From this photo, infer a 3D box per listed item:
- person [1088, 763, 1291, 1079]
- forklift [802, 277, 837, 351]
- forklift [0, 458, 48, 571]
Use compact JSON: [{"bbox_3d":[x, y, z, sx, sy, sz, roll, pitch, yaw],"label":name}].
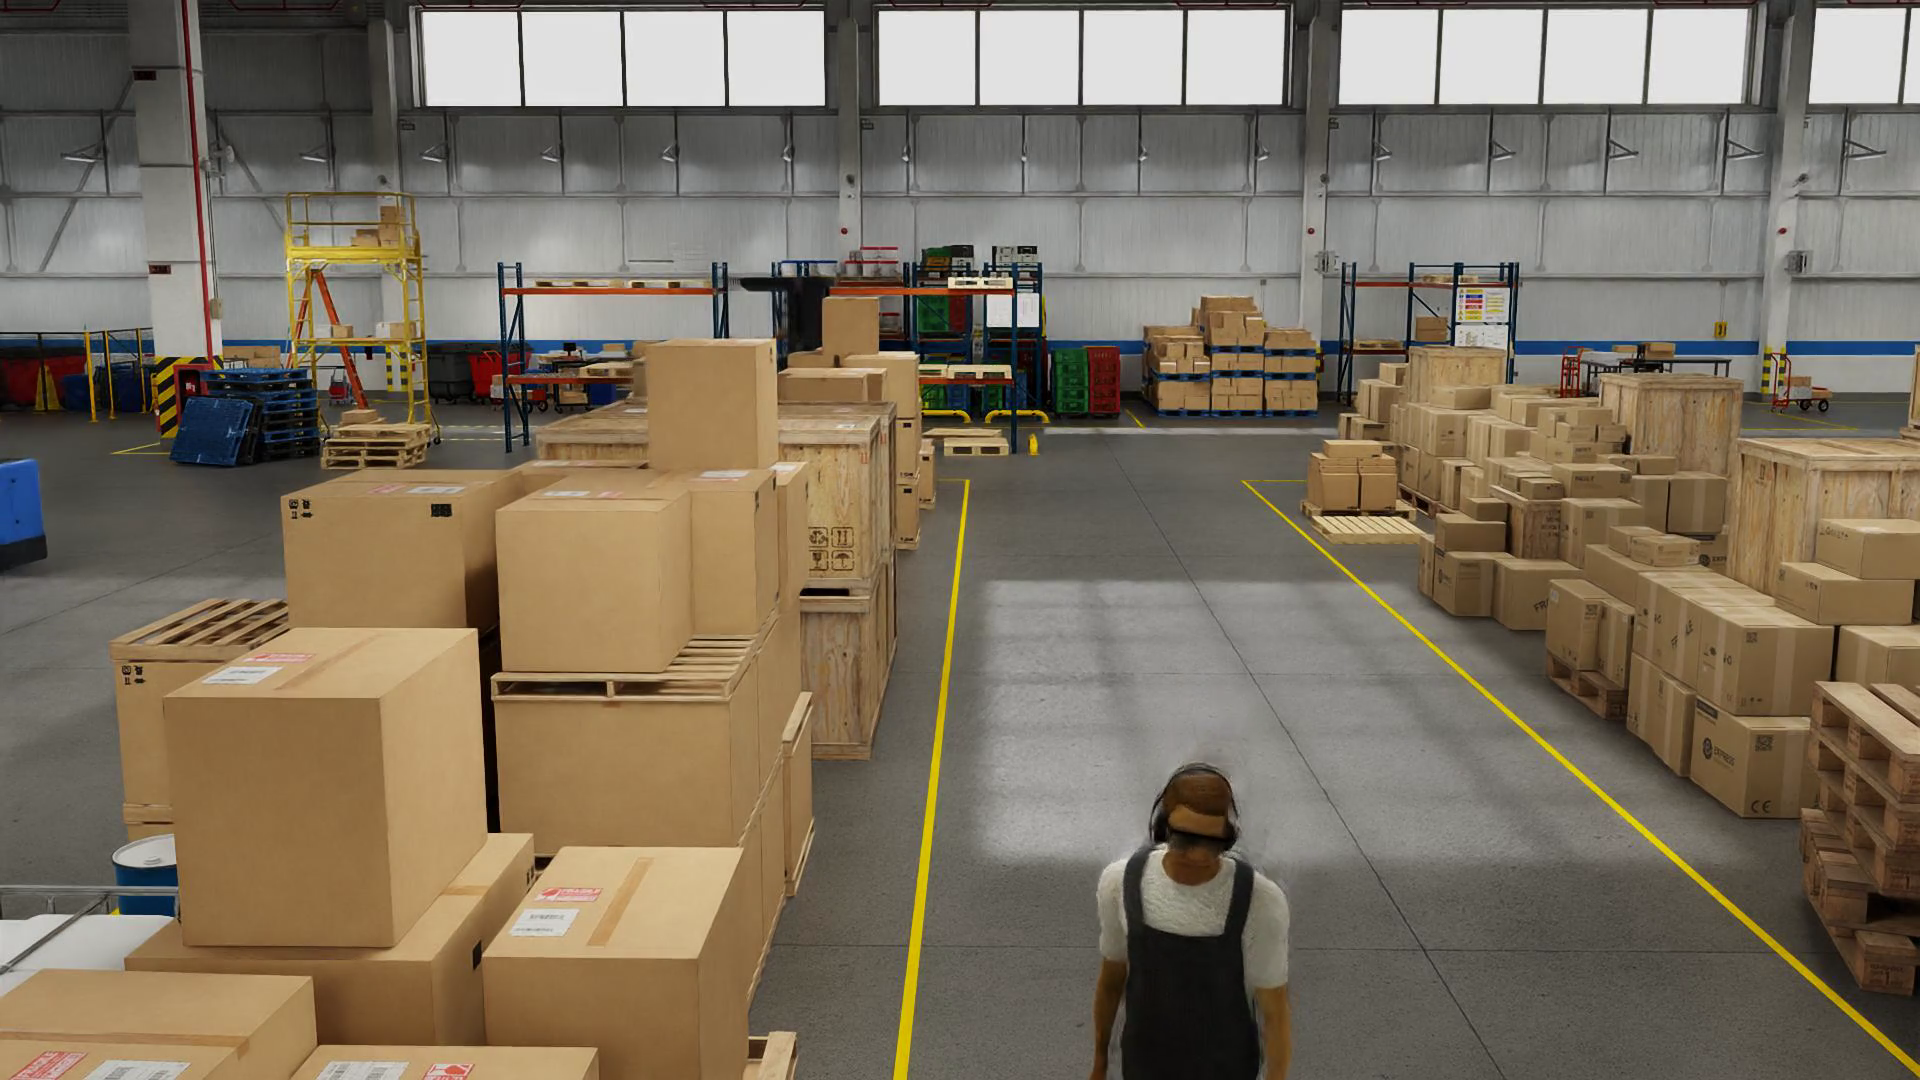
[{"bbox_3d":[0.609,1.414,4.454,0.559,1.796,0.977,3,10,16],"label":"person"},{"bbox_3d":[-2.035,-2.401,24.017,1.873,2.768,1.129,0,9,1],"label":"forklift"},{"bbox_3d":[-10.138,-1.086,16.139,1.873,2.768,1.129,1,10,6],"label":"forklift"}]
